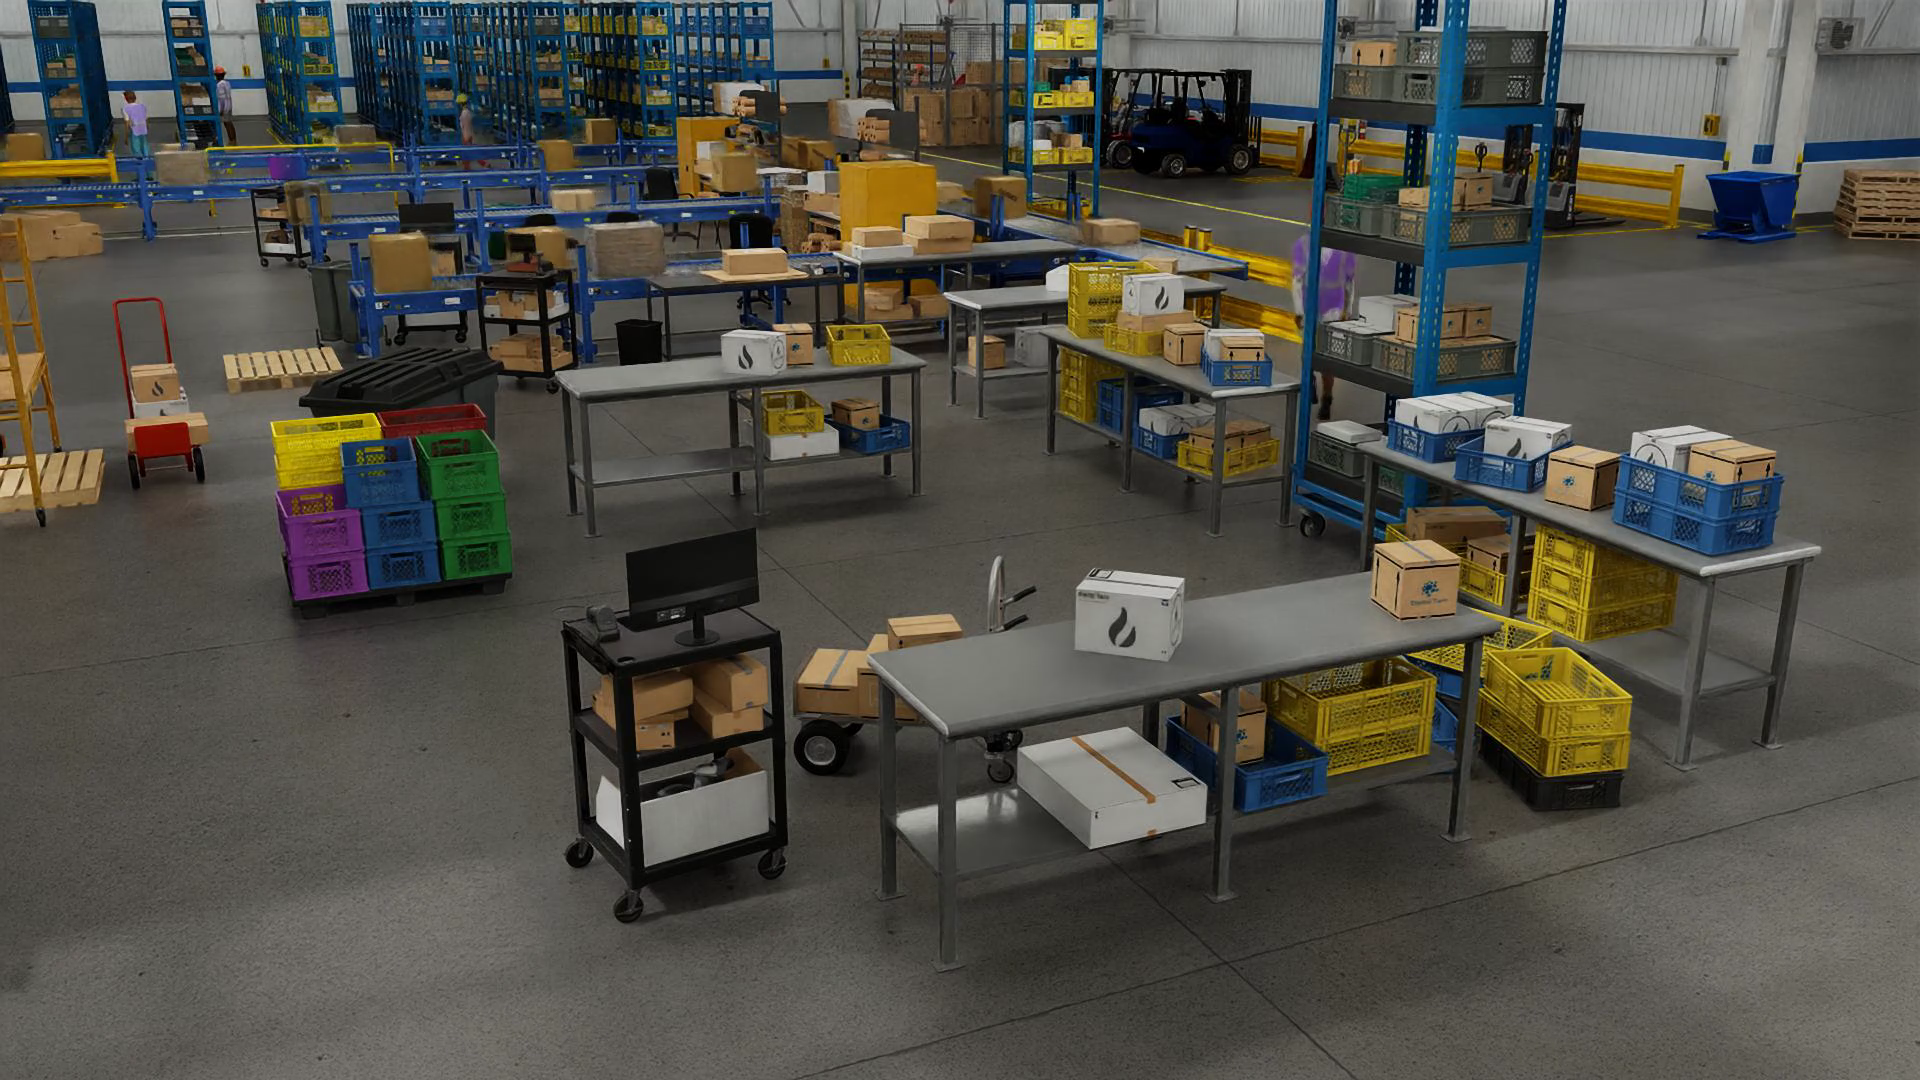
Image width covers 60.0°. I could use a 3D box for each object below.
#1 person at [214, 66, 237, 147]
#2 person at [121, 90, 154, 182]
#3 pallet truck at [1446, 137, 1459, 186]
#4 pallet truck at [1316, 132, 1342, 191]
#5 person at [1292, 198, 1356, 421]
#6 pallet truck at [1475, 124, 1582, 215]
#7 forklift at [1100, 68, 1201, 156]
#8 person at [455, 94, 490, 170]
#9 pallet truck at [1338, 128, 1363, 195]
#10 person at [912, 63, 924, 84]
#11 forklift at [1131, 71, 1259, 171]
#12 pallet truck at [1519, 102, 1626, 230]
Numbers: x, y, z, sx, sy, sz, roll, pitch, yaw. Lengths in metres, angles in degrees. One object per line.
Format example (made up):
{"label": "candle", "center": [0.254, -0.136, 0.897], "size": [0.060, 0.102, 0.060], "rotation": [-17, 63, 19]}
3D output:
{"label": "person", "center": [-18.730, -10.994, 42.326], "size": [0.384, 2.041, 0.615], "rotation": [-1, 18, -4]}
{"label": "person", "center": [-16.874, -8.285, 34.126], "size": [0.390, 1.838, 0.564], "rotation": [7, 19, 21]}
{"label": "pallet truck", "center": [9.184, -6.485, 29.328], "size": [1.630, 1.274, 0.653], "rotation": [-8, 19, -23]}
{"label": "pallet truck", "center": [7.723, -7.504, 32.656], "size": [1.601, 1.201, 0.680], "rotation": [-8, 19, -23]}
{"label": "person", "center": [3.122, -2.017, 14.357], "size": [0.541, 1.877, 1.069], "rotation": [3, 18, 9]}
{"label": "pallet truck", "center": [9.707, -6.455, 28.103], "size": [1.885, 1.965, 0.823], "rotation": [-7, 19, -20]}
{"label": "forklift", "center": [4.082, -9.564, 37.410], "size": [2.680, 1.987, 1.157], "rotation": [-8, 19, -23]}
{"label": "person", "center": [-10.220, -8.413, 34.674], "size": [0.582, 1.746, 0.535], "rotation": [-3, 18, -10]}
{"label": "pallet truck", "center": [7.845, -7.140, 31.411], "size": [1.522, 1.261, 0.704], "rotation": [-9, 20, -25]}
{"label": "person", "center": [-1.168, -12.230, 46.294], "size": [0.375, 1.997, 0.608], "rotation": [-3, 18, -11]}
{"label": "forklift", "center": [4.998, -8.936, 35.413], "size": [2.680, 1.987, 1.157], "rotation": [-9, 20, -25]}
{"label": "pallet truck", "center": [9.972, -6.037, 26.785], "size": [1.885, 1.965, 0.823], "rotation": [-9, 20, -25]}
